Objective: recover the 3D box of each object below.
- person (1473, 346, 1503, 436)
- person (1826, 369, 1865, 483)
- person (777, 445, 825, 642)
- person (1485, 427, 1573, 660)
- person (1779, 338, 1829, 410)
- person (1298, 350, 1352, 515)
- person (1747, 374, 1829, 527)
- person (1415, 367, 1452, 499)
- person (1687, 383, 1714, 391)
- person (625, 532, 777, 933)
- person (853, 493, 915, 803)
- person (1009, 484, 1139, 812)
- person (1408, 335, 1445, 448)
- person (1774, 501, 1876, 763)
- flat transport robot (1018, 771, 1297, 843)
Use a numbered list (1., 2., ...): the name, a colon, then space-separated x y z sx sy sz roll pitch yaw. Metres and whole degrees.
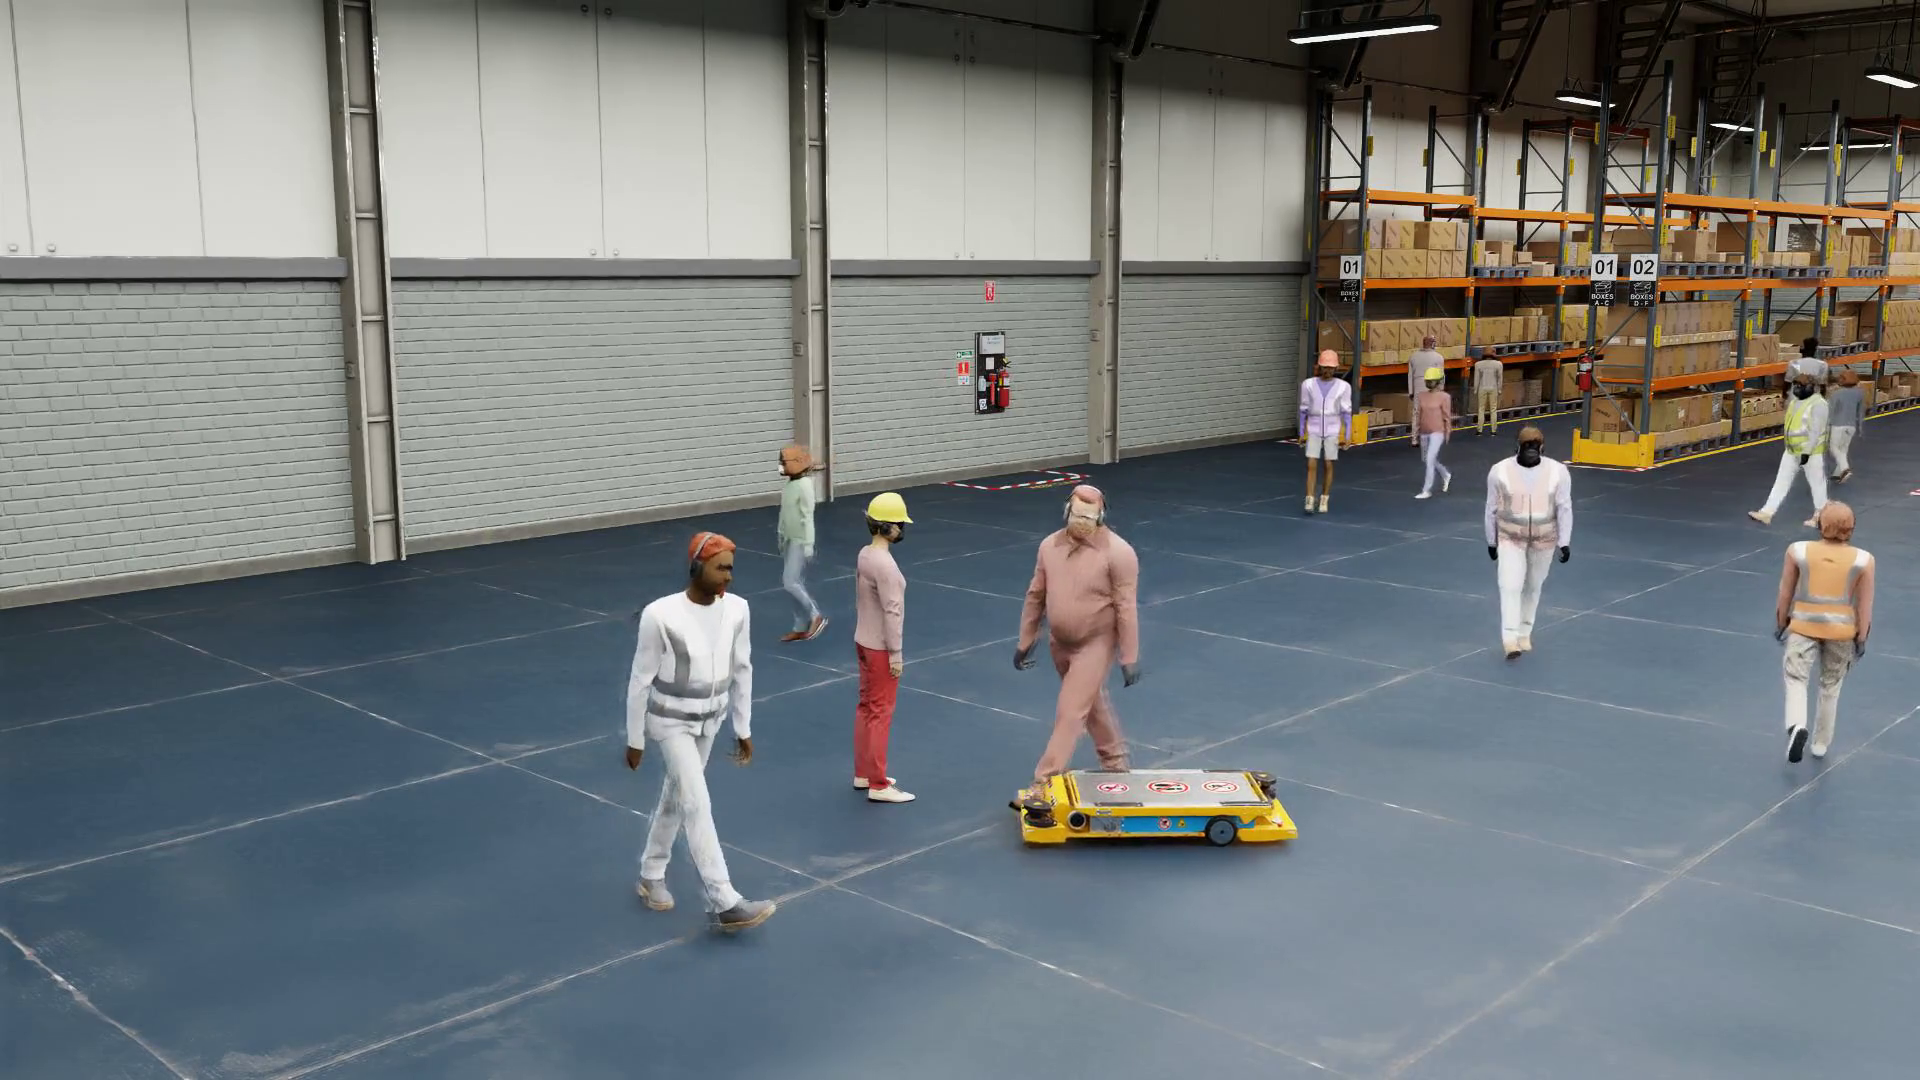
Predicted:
1. person: 9.490 -2.678 29.913 0.498 1.633 0.279 2 10 14
2. person: 12.447 -1.598 23.389 0.517 1.617 0.667 -1 9 -5
3. person: -1.348 0.041 13.382 0.346 1.617 0.519 -5 10 -27
4. person: 4.401 0.033 12.884 0.623 1.793 0.946 2 10 12
5. person: 13.448 -2.257 26.511 0.627 1.919 0.997 2 10 13
6. person: 4.448 -1.294 20.300 0.638 2.015 0.827 3 10 15
7. person: 9.757 -1.035 19.388 0.947 1.790 0.637 -2 9 -9
8. person: 6.290 -1.425 21.965 0.726 1.744 0.530 -6 11 -33
9. person: 13.806 -2.984 31.019 0.572 1.883 0.354 9 13 44
10. person: -1.227 0.872 7.676 0.928 1.828 0.593 8 12 39
11. person: -0.430 0.606 9.501 0.329 1.765 0.533 -3 10 -20
12. person: 0.640 0.598 9.321 1.027 1.835 0.685 -9 13 -42
13. person: 7.860 -2.495 27.971 0.650 1.906 0.401 9 13 43
14. person: 5.248 0.573 10.122 0.527 1.620 0.618 5 10 27
15. flat transport robot: 1.046 1.432 9.006 1.431 0.197 0.652 0 9 -1
